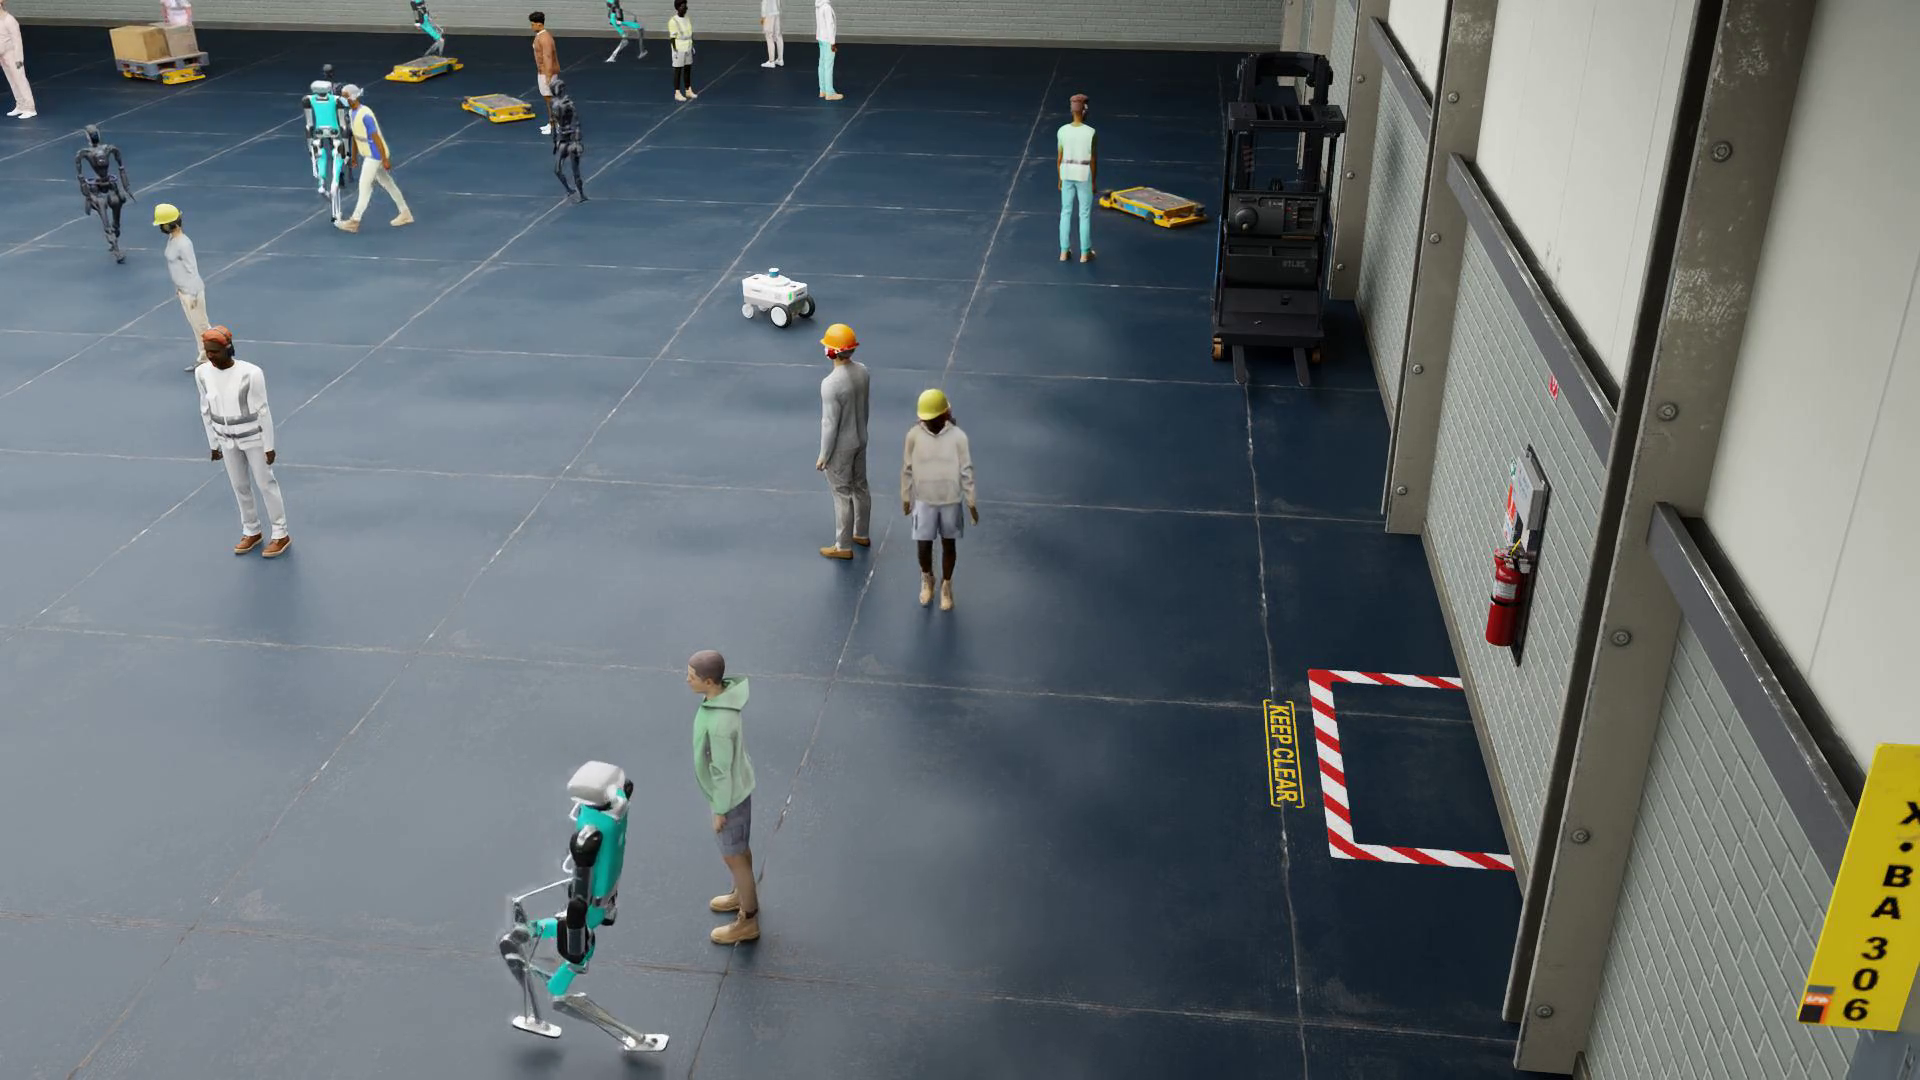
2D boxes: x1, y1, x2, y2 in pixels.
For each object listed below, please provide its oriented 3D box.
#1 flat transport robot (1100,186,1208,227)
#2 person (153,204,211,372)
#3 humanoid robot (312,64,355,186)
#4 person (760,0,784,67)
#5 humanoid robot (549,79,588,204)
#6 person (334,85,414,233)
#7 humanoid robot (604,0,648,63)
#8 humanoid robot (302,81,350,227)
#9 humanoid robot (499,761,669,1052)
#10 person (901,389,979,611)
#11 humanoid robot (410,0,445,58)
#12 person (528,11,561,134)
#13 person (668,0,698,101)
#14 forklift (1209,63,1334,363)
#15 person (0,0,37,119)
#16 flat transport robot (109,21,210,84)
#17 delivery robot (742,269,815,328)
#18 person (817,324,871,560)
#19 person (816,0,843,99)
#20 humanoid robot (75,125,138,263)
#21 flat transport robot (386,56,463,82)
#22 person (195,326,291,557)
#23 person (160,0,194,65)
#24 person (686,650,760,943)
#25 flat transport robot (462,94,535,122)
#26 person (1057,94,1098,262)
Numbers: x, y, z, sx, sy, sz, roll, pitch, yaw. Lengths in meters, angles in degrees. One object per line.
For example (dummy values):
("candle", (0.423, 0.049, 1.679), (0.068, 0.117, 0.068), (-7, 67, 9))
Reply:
("flat transport robot", (2.546, -4.404, 21.930), (0.659, 0.231, 1.431), (-17, 31, -30))
("person", (-7.606, -2.443, 16.352), (0.325, 1.760, 0.523), (-19, 32, -33))
("humanoid robot", (-8.628, -5.767, 23.082), (0.611, 1.640, 0.522), (-10, 28, -20))
("person", (-3.476, -9.703, 30.715), (0.381, 1.876, 0.511), (19, 32, 33))
("humanoid robot", (-5.218, -5.317, 22.191), (0.609, 1.644, 0.355), (19, 32, 32))
("person", (-7.510, -4.826, 21.031), (1.052, 1.820, 0.545), (-18, 32, -32))
("humanoid robot", (-6.270, -9.857, 31.236), (1.034, 1.776, 0.538), (-16, 31, -29))
("humanoid robot", (-8.124, -4.900, 21.334), (0.558, 1.821, 0.884), (-4, 27, -8))
("humanoid robot", (-1.945, 1.799, 7.945), (1.036, 1.728, 0.530), (4, 27, 8))
("person", (-0.144, -0.286, 12.068), (0.568, 1.745, 0.442), (0, 27, 0))
("humanoid robot", (-9.814, -9.669, 30.785), (0.798, 1.764, 0.547), (0, 27, 1))
("person", (-6.442, -7.296, 25.951), (0.419, 1.842, 0.796), (-10, 28, -19))
("person", (-4.689, -8.300, 28.123), (0.322, 1.690, 0.531), (16, 31, 29))
("forklift", (3.241, -3.477, 17.183), (1.129, 2.768, 1.873), (3, 27, 6))
("person", (-15.376, -7.802, 26.887), (0.651, 1.906, 0.412), (19, 32, 33))
("flat transport robot", (-14.330, -8.403, 29.914), (1.431, 0.231, 0.659), (16, 31, 28))
("delivery robot", (-2.013, -2.663, 18.119), (0.766, 0.580, 0.499), (16, 31, 29))
("person", (-0.892, -0.760, 12.843), (0.356, 1.896, 0.562), (15, 30, 27))
("person", (-2.249, -8.457, 28.184), (0.378, 1.917, 0.491), (-12, 29, -23))
("humanoid robot", (-10.210, -4.164, 19.932), (0.793, 1.627, 0.590), (22, 34, 37))
("flat transport robot", (-9.730, -8.568, 30.244), (0.659, 0.231, 1.431), (9, 28, 17))
("person", (-5.559, -0.761, 12.871), (0.565, 1.878, 0.353), (4, 27, 8))
("person", (-14.013, -9.340, 29.870), (0.697, 1.989, 0.581), (9, 28, 17))
("person", (-1.239, 1.349, 8.817), (0.316, 1.734, 0.478), (-5, 27, -9))
("flat transport robot", (-7.585, -7.095, 27.303), (0.659, 0.231, 1.431), (-19, 32, -33))
("person", (1.388, -4.295, 19.807), (0.484, 1.979, 0.402), (10, 28, 18))
